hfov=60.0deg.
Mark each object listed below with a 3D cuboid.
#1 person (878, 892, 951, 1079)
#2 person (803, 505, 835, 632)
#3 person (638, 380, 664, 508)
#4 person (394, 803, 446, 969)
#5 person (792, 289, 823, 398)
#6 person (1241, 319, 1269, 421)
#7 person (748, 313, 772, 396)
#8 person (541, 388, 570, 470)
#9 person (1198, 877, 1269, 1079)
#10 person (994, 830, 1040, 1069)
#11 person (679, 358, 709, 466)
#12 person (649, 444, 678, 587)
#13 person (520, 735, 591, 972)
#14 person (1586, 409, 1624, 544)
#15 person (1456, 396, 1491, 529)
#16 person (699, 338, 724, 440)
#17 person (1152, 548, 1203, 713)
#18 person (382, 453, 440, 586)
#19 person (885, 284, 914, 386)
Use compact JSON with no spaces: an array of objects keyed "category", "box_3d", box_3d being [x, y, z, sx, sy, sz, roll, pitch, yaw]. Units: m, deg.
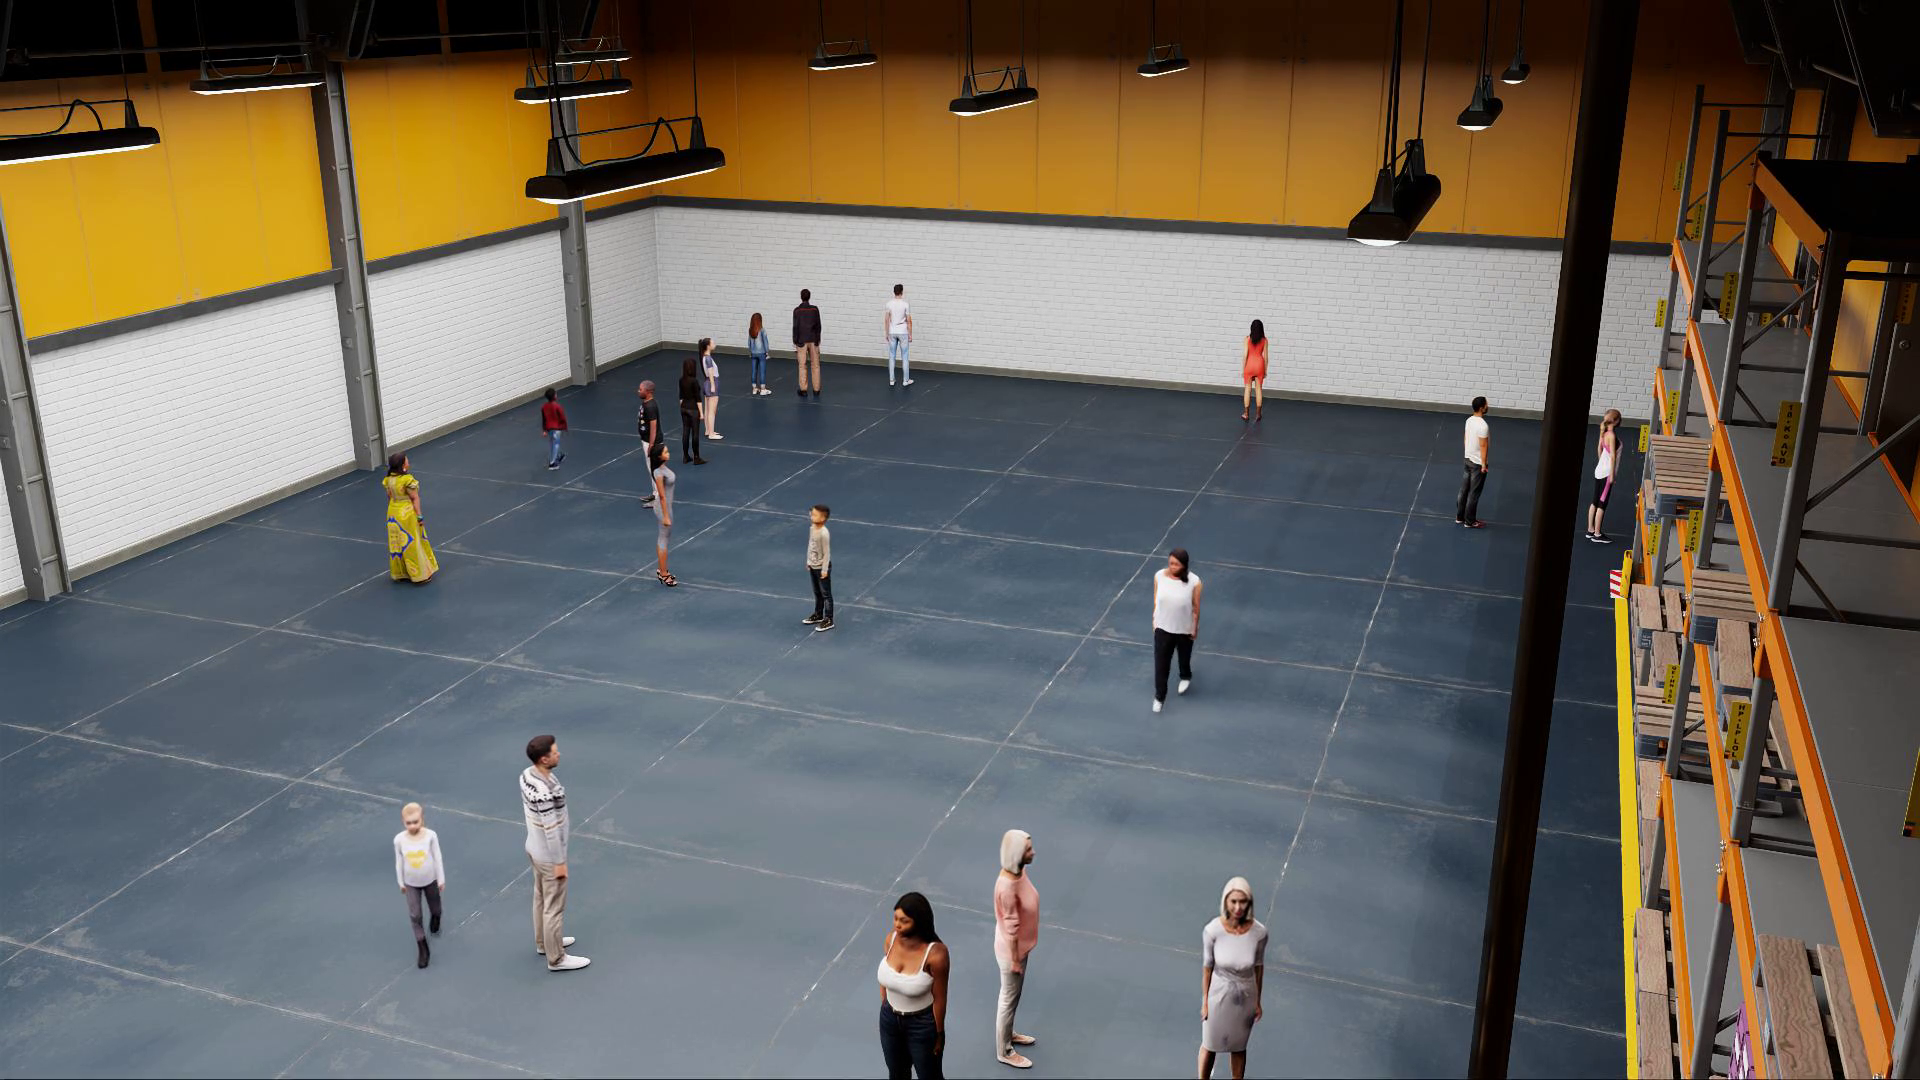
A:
[{"category":"person","box_3d":[-0.289,3.017,10.451,0.698,1.810,0.683,12,22,33]},{"category":"person","box_3d":[-1.596,0.295,19.073,0.673,1.466,0.638,-12,22,-32]},{"category":"person","box_3d":[-4.356,-1.372,23.493,0.824,1.804,0.728,-5,19,-15]},{"category":"person","box_3d":[-4.097,2.564,12.651,0.746,1.264,0.863,-5,19,-13]},{"category":"person","box_3d":[-2.733,-3.538,29.736,0.791,1.924,0.830,-7,20,-19]},{"category":"person","box_3d":[4.976,-2.887,28.124,0.662,1.719,0.635,0,19,-1]},{"category":"person","box_3d":[-3.624,-3.350,29.884,0.596,1.475,0.529,10,21,26]},{"category":"person","box_3d":[-6.191,-1.671,25.281,0.502,1.229,0.855,6,20,18]},{"category":"person","box_3d":[1.742,2.954,10.731,0.630,1.751,0.623,0,19,-1]},{"category":"person","box_3d":[0.367,2.756,11.361,0.703,1.725,0.527,3,19,8]},{"category":"person","box_3d":[-4.145,-1.984,25.567,0.636,1.641,0.589,12,22,32]},{"category":"person","box_3d":[-3.644,-0.323,20.414,0.721,1.781,0.608,-3,19,-8]},{"category":"person","box_3d":[-3.093,2.316,12.450,0.802,1.862,0.764,-10,21,-28]},{"category":"person","box_3d":[8.527,-0.863,22.006,0.729,1.788,0.581,0,19,-1]},{"category":"person","box_3d":[6.996,-1.074,22.609,0.778,1.804,0.665,-4,19,-13]},{"category":"person","box_3d":[-4.067,-2.470,26.995,0.727,1.651,0.657,-7,20,-21]},{"category":"person","box_3d":[2.235,0.873,17.068,0.657,1.651,1.067,7,20,21]},{"category":"person","box_3d":[-6.824,-0.277,20.465,0.881,1.660,0.805,9,21,26]},{"category":"person","box_3d":[-1.133,-3.777,30.562,0.677,1.850,0.564,5,19,13]}]
